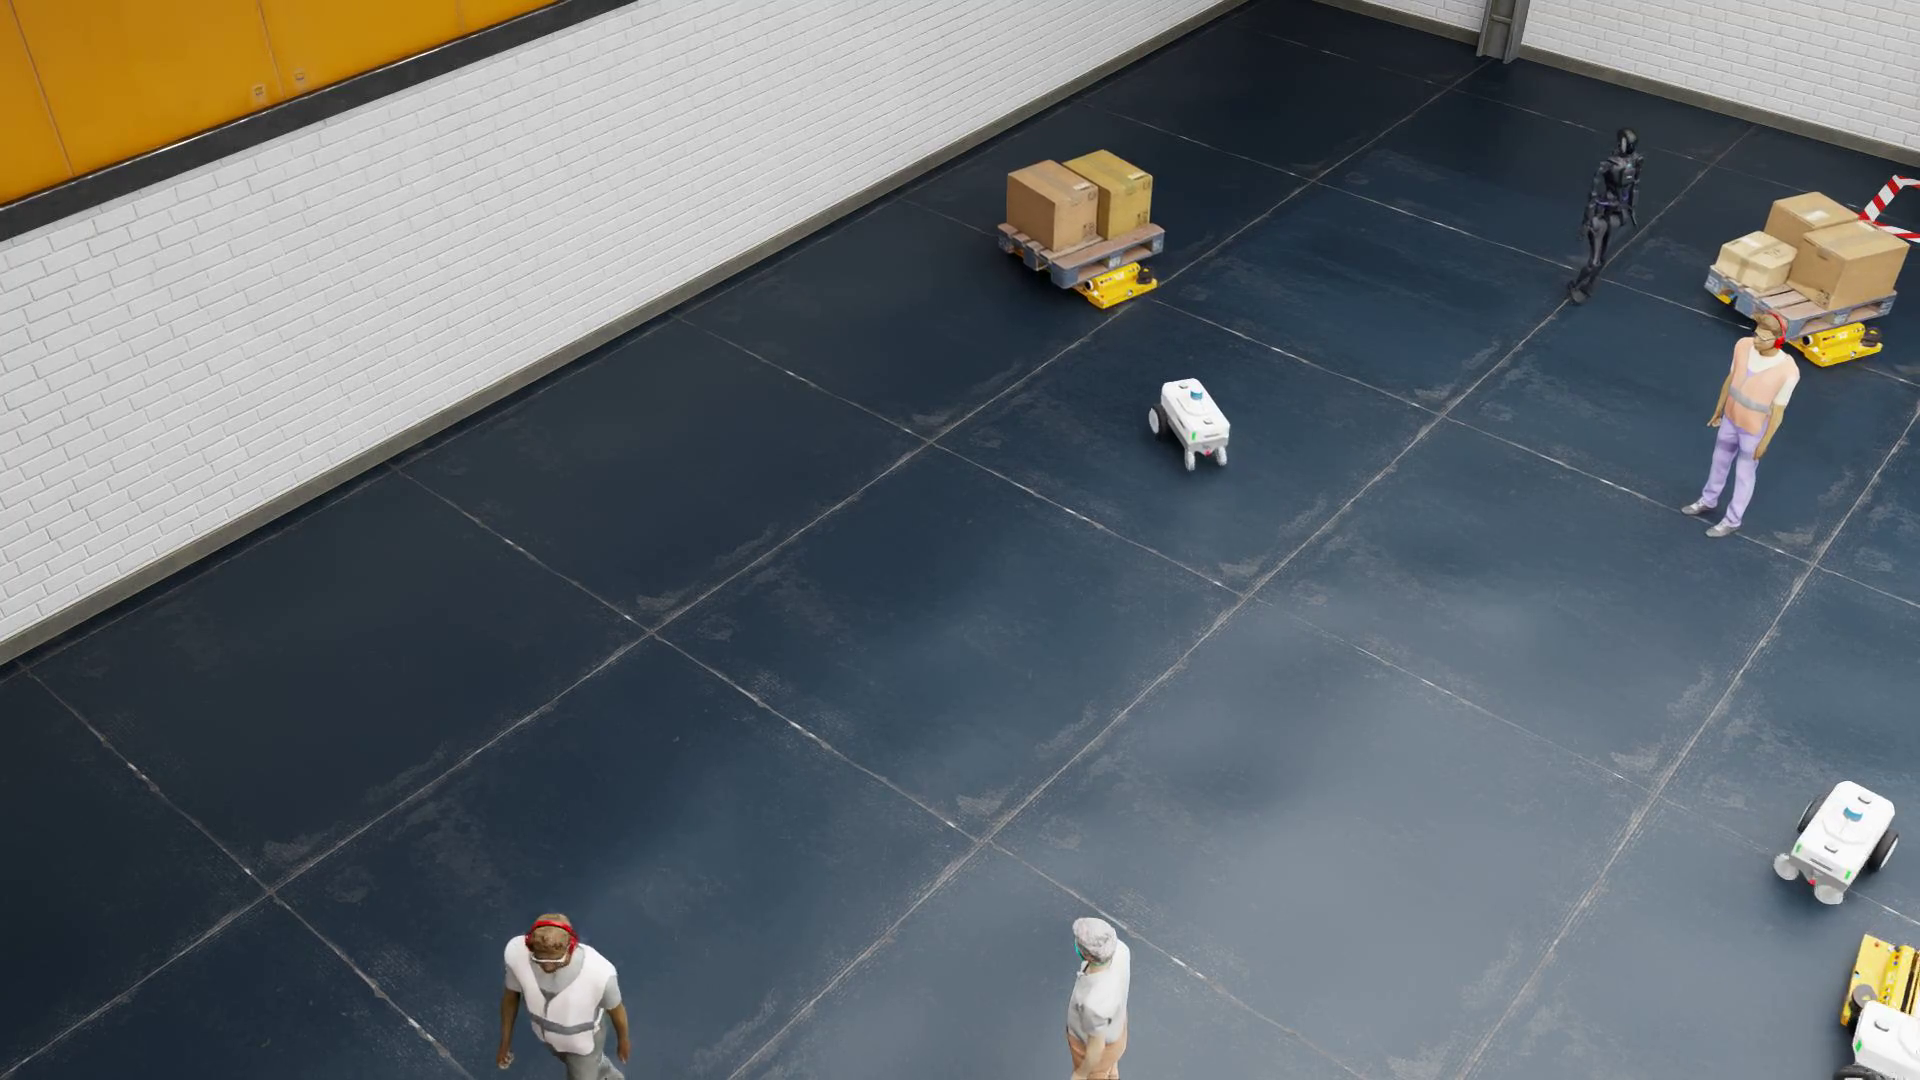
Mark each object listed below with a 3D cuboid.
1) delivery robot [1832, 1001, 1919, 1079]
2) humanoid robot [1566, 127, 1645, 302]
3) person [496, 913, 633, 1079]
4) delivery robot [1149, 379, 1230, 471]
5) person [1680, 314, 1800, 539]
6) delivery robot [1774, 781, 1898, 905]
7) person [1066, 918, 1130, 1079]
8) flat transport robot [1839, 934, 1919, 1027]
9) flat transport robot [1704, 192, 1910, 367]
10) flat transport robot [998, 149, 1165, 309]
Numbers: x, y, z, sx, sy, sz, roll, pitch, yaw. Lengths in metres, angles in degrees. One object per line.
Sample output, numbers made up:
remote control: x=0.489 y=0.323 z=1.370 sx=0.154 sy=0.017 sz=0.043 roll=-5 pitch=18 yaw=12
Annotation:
delivery robot: x=5.003 y=2.736 z=8.672 sx=0.796 sy=0.606 sz=0.499 roll=22 pitch=44 yaw=25
humanoid robot: x=5.754 y=-2.884 z=14.742 sx=0.608 sy=1.654 sz=0.318 roll=-16 pitch=41 yaw=-19
person: x=-1.905 y=2.430 z=8.060 sx=0.578 sy=1.800 sz=0.834 roll=15 pitch=41 yaw=18
delivery robot: x=1.860 y=-0.961 z=13.256 sx=0.499 sy=0.601 sz=0.805 roll=-10 pitch=40 yaw=-12
person: x=5.724 y=-0.850 z=12.098 sx=0.393 sy=1.835 sz=0.558 roll=-14 pitch=41 yaw=-17
delivery robot: x=5.215 y=1.764 z=9.848 sx=0.505 sy=0.569 sz=0.741 roll=31 pitch=48 yaw=32
person: x=0.651 y=2.424 z=8.105 sx=0.320 sy=1.740 sz=0.481 roll=11 pitch=40 yaw=13
flat transport robot: x=5.597 y=2.660 z=8.984 sx=1.431 sy=0.231 sz=0.659 roll=22 pitch=44 yaw=25
flat transport robot: x=7.414 y=-2.027 z=14.803 sx=0.659 sy=0.231 sz=1.431 roll=-14 pitch=41 yaw=-17
flat transport robot: x=1.124 y=-2.618 z=15.536 sx=0.659 sy=0.231 sz=1.431 roll=-25 pitch=45 yaw=-27
